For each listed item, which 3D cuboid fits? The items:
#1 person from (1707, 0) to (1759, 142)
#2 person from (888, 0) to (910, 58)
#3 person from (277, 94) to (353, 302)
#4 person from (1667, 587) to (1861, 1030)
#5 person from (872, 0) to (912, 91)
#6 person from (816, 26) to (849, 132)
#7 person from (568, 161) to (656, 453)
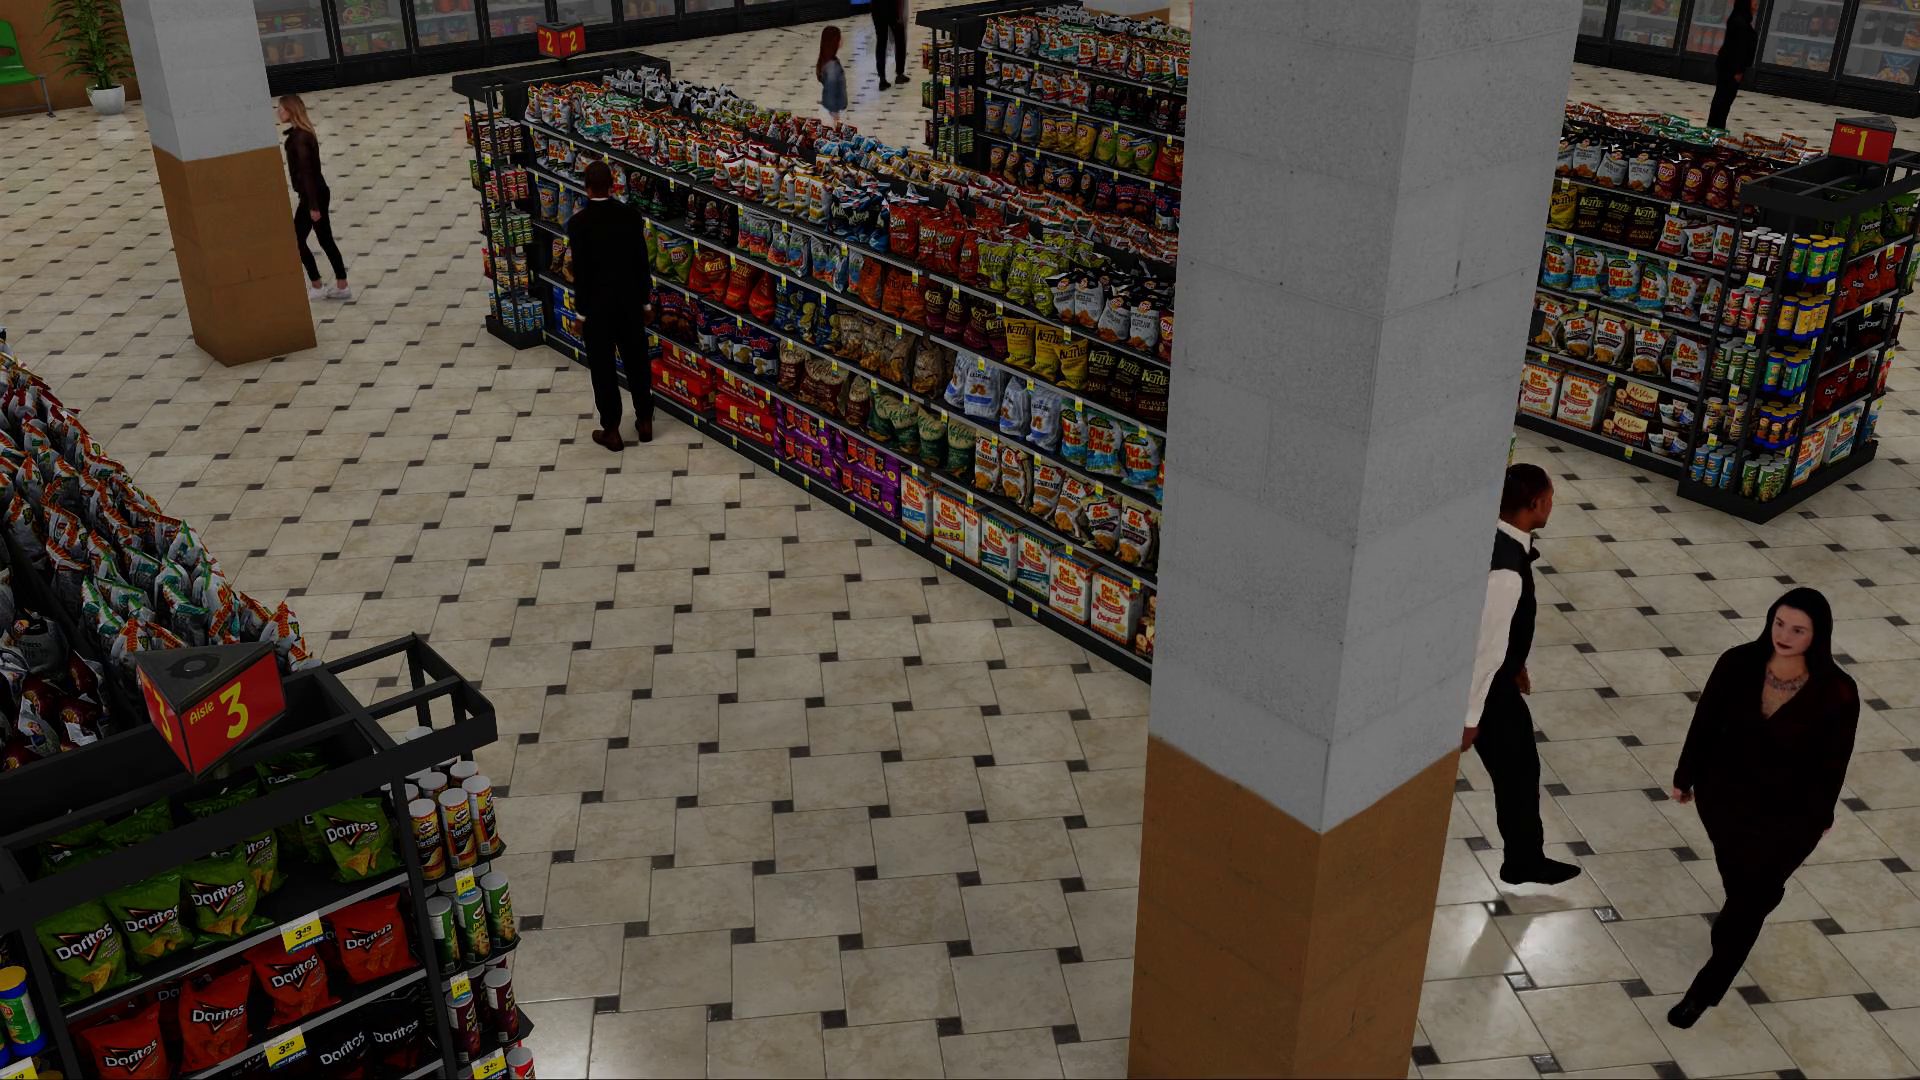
[{"bbox_3d":[8.616,-5.286,18.576,0.813,1.617,0.758,4,27,7],"label":"person"},{"bbox_3d":[-0.892,-7.479,22.968,0.804,1.556,1.064,-13,30,-24],"label":"person"},{"bbox_3d":[-5.176,-2.763,13.523,0.818,1.688,0.740,-6,28,-12],"label":"person"},{"bbox_3d":[3.004,0.947,6.195,0.729,1.699,1.051,-21,34,-35],"label":"person"},{"bbox_3d":[-0.960,-6.584,20.932,0.926,1.801,0.949,9,28,18],"label":"person"},{"bbox_3d":[-1.327,-4.138,16.240,0.941,1.683,1.004,-6,28,-12],"label":"person"},{"bbox_3d":[-2.266,-1.524,10.840,0.717,1.904,0.656,-16,31,-28],"label":"person"}]
